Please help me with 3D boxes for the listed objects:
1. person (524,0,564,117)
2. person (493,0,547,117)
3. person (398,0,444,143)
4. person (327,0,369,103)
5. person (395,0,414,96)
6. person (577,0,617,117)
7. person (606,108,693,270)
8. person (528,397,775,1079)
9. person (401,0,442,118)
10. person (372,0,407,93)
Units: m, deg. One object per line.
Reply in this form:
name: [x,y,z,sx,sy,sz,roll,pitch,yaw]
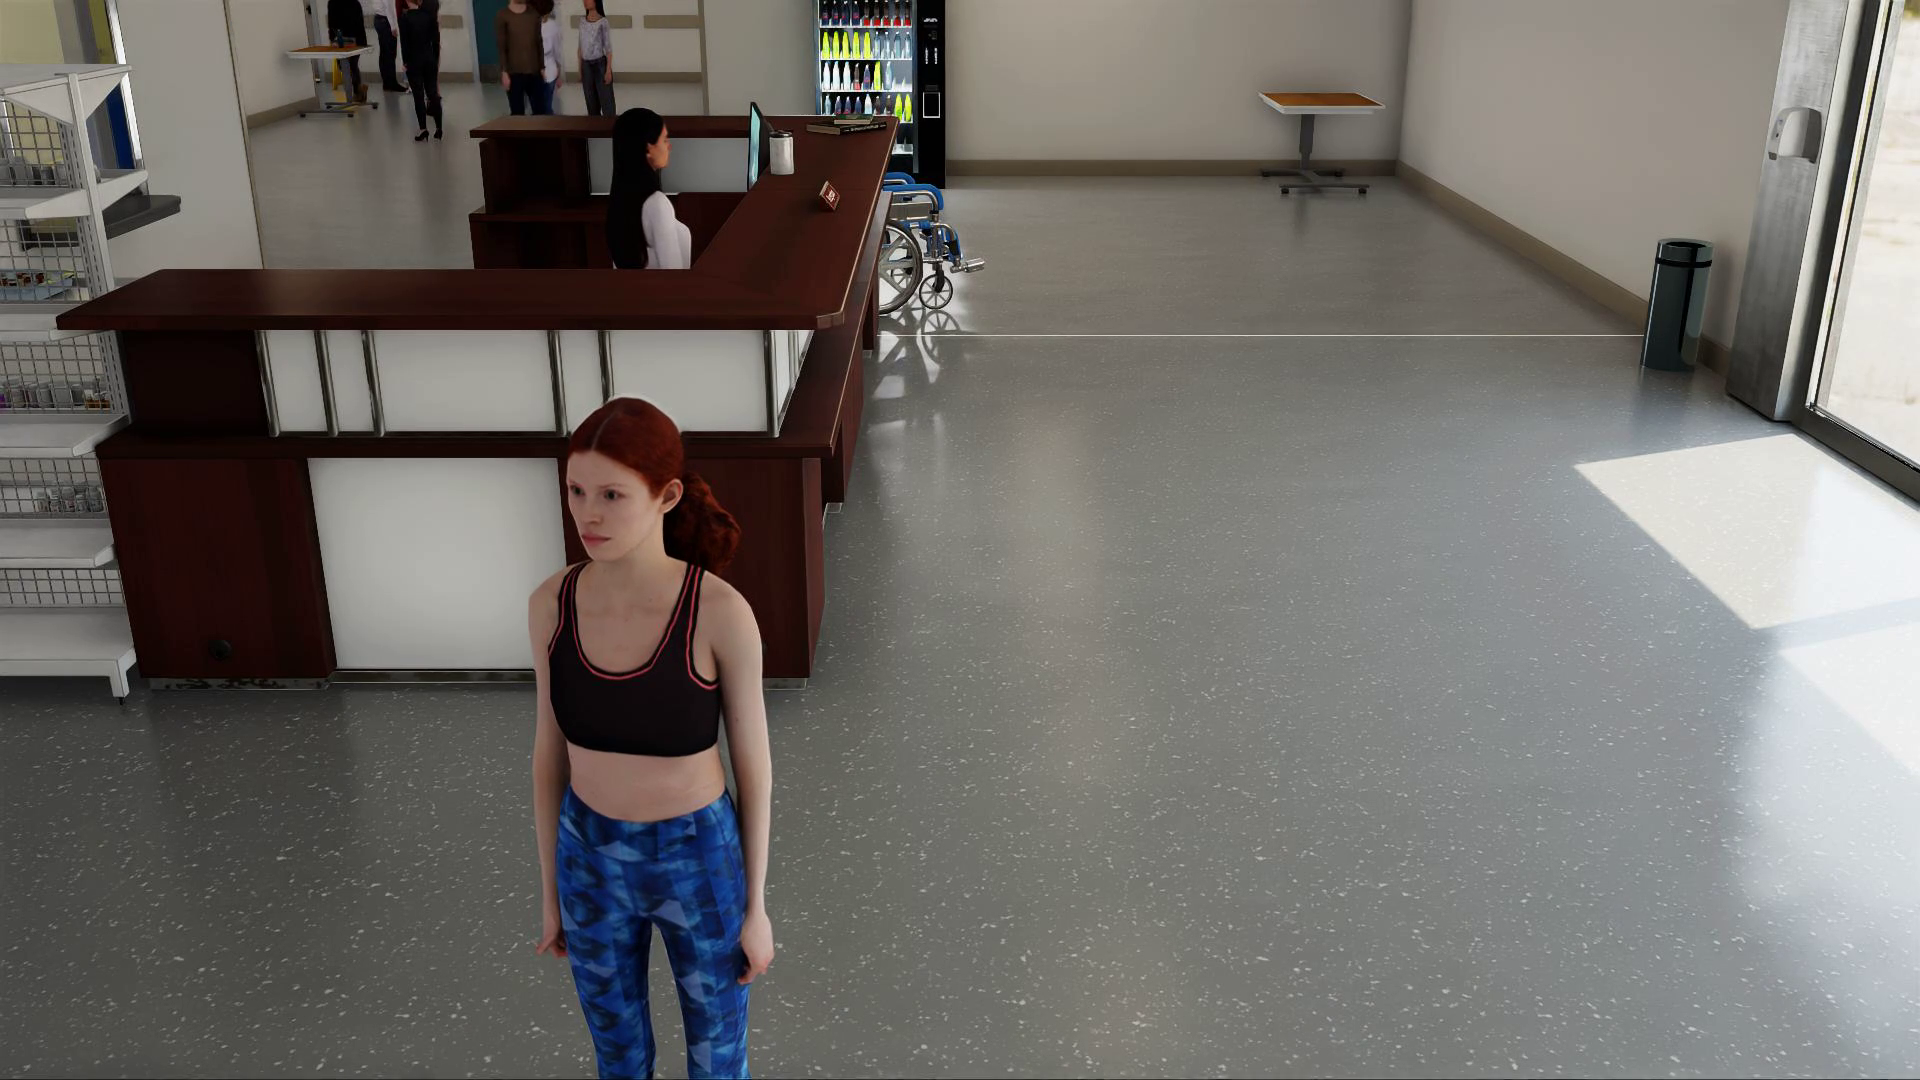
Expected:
person: [-4.456,-5.009,17.854,1.061,1.690,1.089,-18,27,-40]
person: [-4.496,-4.767,16.964,0.829,1.868,0.900,-14,25,-33]
person: [-6.116,-5.399,18.890,0.707,1.685,0.769,-19,28,-41]
person: [-8.149,-6.658,22.198,1.066,1.696,0.953,17,26,37]
person: [-7.865,-7.235,23.808,0.588,1.634,0.645,5,21,12]
person: [-3.888,-5.024,17.830,0.625,1.734,0.742,11,24,28]
person: [-1.188,-0.740,6.414,0.726,1.808,0.692,-15,26,-35]
person: [-0.515,0.625,2.844,0.574,1.785,0.690,5,21,12]
person: [-6.704,-6.236,20.896,1.004,1.828,0.933,16,26,36]
person: [-8.332,-7.464,24.084,0.770,1.868,0.724,-16,26,-36]
